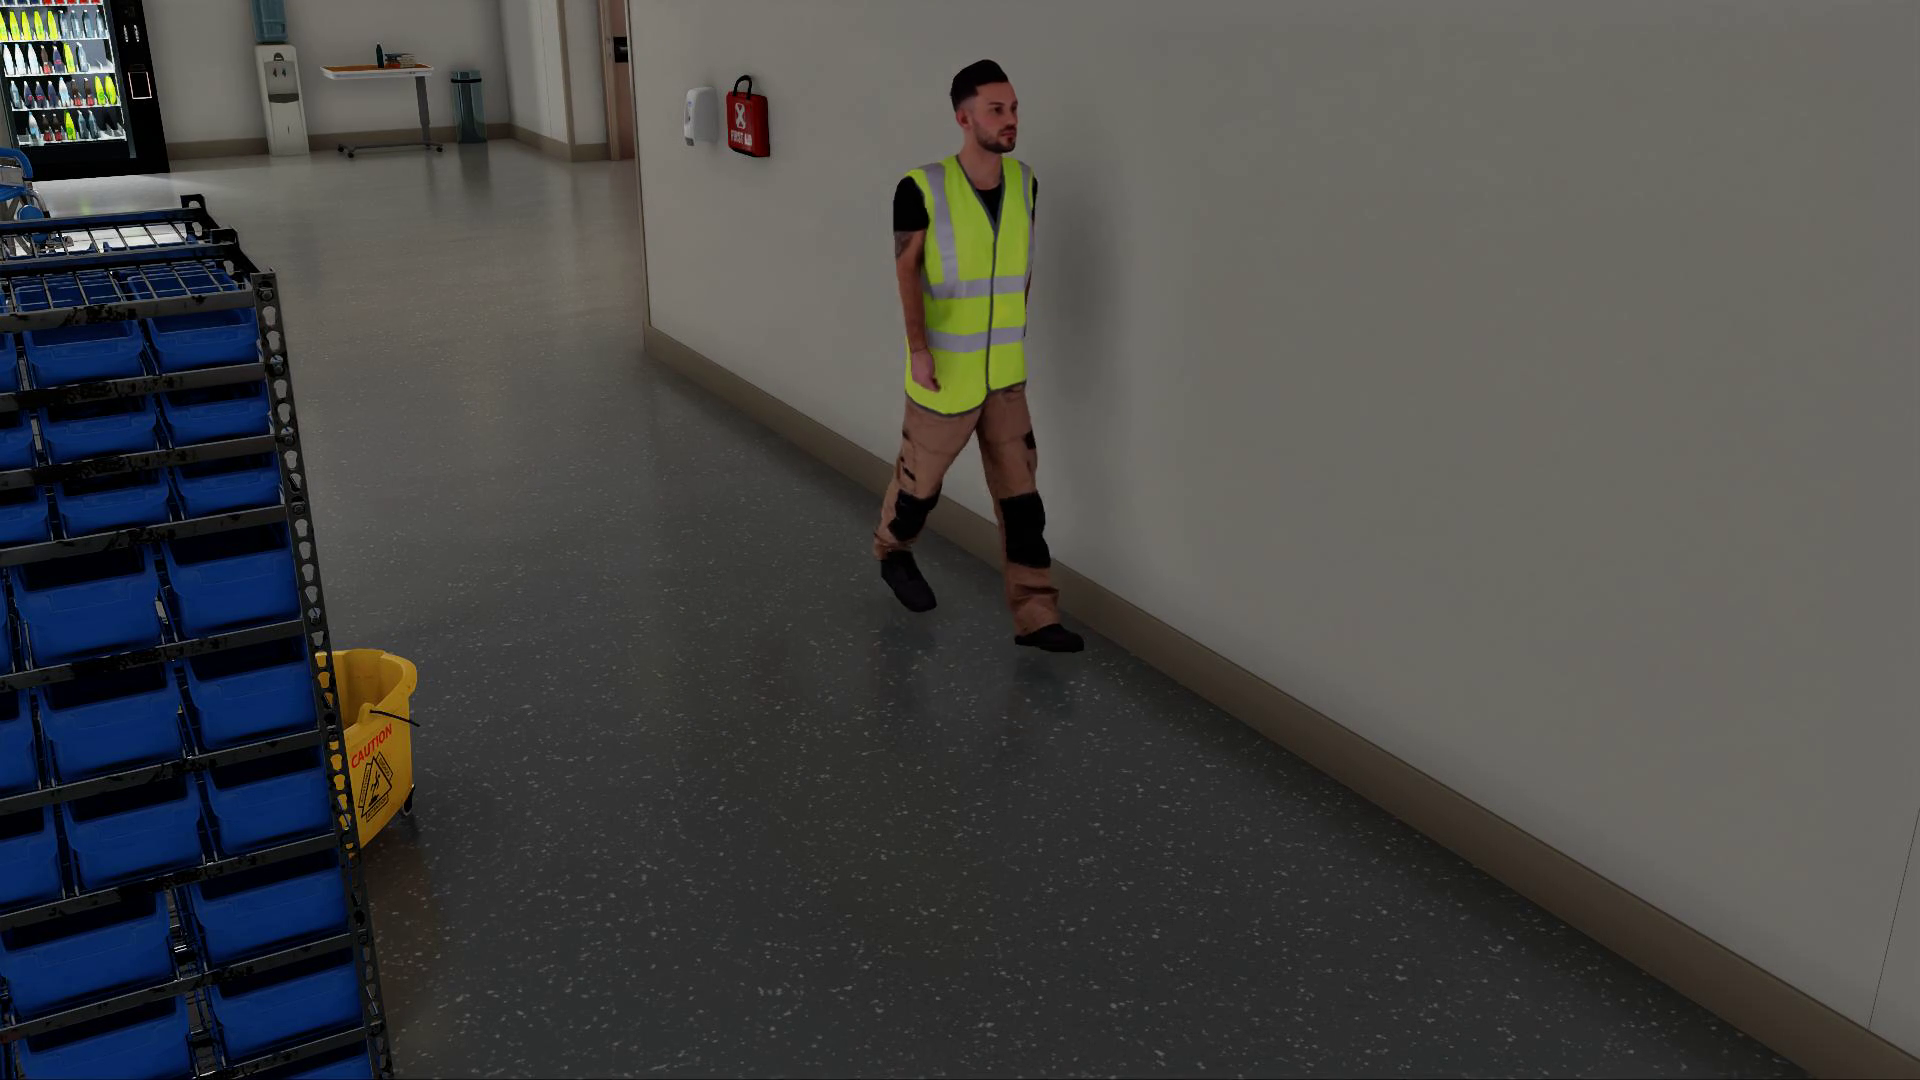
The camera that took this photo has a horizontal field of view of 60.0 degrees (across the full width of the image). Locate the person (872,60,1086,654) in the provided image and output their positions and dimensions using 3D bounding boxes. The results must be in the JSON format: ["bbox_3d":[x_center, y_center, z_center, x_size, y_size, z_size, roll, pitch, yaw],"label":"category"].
[{"bbox_3d":[-0.030,-0.554,5.237,1.044,1.809,0.731,-12,24,-28],"label":"person"}]
